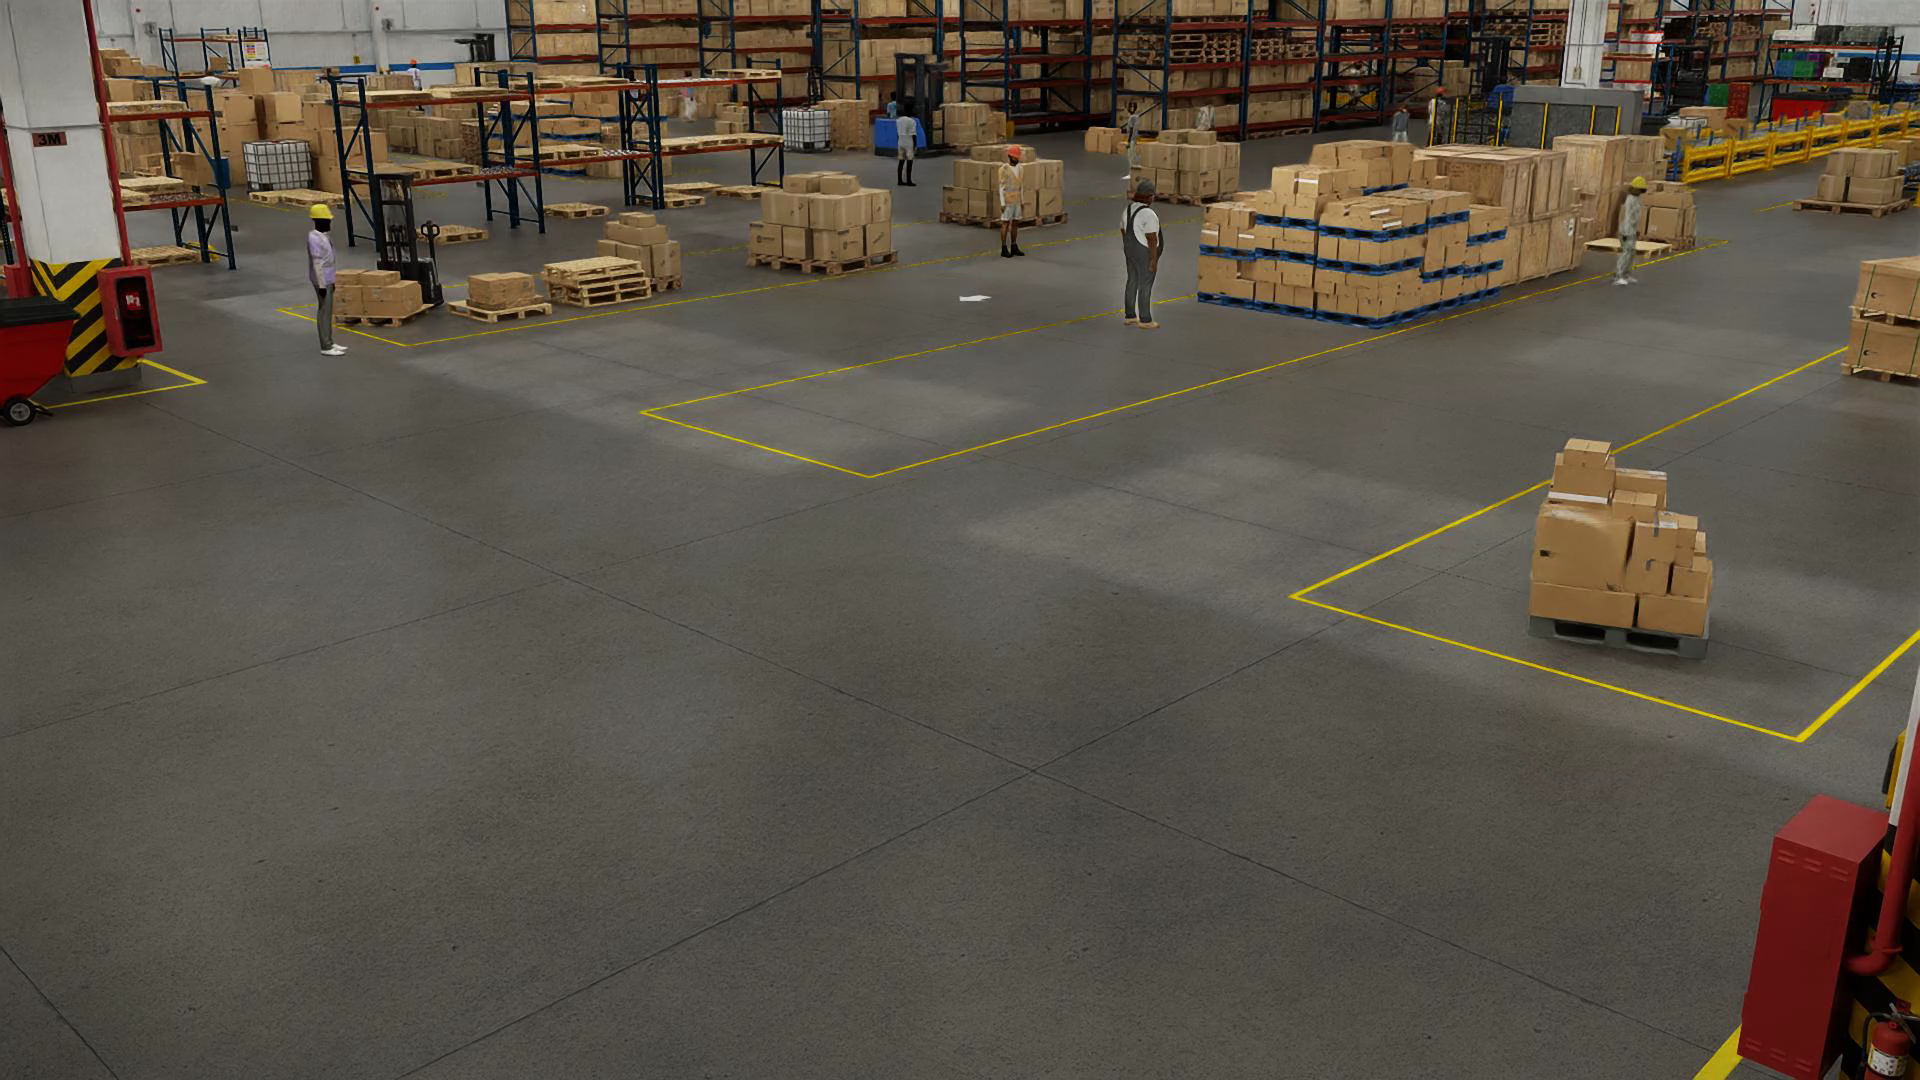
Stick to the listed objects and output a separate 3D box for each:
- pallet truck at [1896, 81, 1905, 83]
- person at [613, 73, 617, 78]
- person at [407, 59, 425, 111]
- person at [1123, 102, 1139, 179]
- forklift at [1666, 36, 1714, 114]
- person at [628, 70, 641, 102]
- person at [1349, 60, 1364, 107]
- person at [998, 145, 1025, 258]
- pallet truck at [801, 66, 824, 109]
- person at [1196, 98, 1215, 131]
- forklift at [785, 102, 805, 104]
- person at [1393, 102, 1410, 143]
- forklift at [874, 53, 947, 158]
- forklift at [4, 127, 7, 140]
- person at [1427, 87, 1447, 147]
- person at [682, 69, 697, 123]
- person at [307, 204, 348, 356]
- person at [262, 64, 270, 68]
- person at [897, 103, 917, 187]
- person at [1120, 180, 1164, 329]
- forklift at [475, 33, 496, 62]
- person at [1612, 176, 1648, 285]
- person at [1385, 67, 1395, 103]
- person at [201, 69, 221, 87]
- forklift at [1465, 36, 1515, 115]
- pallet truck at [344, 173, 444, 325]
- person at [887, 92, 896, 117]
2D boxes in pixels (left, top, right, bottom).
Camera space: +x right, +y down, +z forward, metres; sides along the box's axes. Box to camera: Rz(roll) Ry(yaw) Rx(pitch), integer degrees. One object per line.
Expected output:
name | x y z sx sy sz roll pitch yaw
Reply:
pallet truck | 34.802 -16.331 61.455 0.653 1.274 1.630 17 25 41
person | -11.017 -14.058 53.610 0.632 1.940 0.372 3 19 8
person | -20.904 -17.461 63.856 0.545 1.942 0.353 5 19 15
person | 4.232 -9.859 41.069 0.318 1.868 0.531 8 20 23
forklift | 27.341 -17.291 61.877 1.129 2.768 1.873 17 25 41
person | -11.046 -14.880 56.115 0.593 1.920 0.391 -10 21 -28
person | 14.611 -16.693 61.432 0.503 2.009 0.671 9 20 26
person | 0.925 -5.934 29.134 0.544 1.938 0.356 -16 24 -40
pallet truck | -4.812 -15.182 56.903 0.823 1.965 1.885 -9 21 -26
person | 6.883 -11.552 46.592 0.543 1.591 0.878 -12 22 -33
forklift | -7.333 -18.966 66.923 1.873 2.768 1.129 17 25 41
person | 11.958 -11.026 45.016 0.555 1.586 0.766 -7 19 -19
forklift | -1.401 -12.084 46.190 1.129 2.768 1.873 17 25 41
forklift | -29.475 -13.794 51.341 1.129 2.768 1.873 17 25 41
person | 13.425 -11.752 46.739 0.565 1.882 0.975 15 24 38
person | -9.474 -15.521 58.183 0.434 1.830 0.653 -12 22 -32
person | -8.133 -3.340 21.334 0.388 1.927 0.589 -3 19 -10
person | -24.752 -15.936 59.225 0.665 1.966 0.664 1 18 2
person | -1.247 -9.367 39.457 0.604 1.956 0.398 17 25 41
person | 2.557 -3.961 23.028 0.537 2.000 0.689 -10 21 -28
forklift | -18.639 -18.554 65.683 1.129 2.768 1.873 17 25 41
person | 10.676 -4.923 26.421 0.343 1.730 0.538 12 22 31
person | 15.873 -16.641 61.681 0.629 1.743 0.557 16 24 40
person | -25.752 -15.243 57.290 0.642 1.881 1.051 -9 20 -26
forklift | 19.973 -17.201 61.605 1.873 2.768 1.129 16 24 40
pallet truck | -8.209 -4.181 23.757 0.823 1.965 1.885 3 19 9
person | -1.863 -12.228 48.515 0.524 1.668 0.800 -8 20 -24
